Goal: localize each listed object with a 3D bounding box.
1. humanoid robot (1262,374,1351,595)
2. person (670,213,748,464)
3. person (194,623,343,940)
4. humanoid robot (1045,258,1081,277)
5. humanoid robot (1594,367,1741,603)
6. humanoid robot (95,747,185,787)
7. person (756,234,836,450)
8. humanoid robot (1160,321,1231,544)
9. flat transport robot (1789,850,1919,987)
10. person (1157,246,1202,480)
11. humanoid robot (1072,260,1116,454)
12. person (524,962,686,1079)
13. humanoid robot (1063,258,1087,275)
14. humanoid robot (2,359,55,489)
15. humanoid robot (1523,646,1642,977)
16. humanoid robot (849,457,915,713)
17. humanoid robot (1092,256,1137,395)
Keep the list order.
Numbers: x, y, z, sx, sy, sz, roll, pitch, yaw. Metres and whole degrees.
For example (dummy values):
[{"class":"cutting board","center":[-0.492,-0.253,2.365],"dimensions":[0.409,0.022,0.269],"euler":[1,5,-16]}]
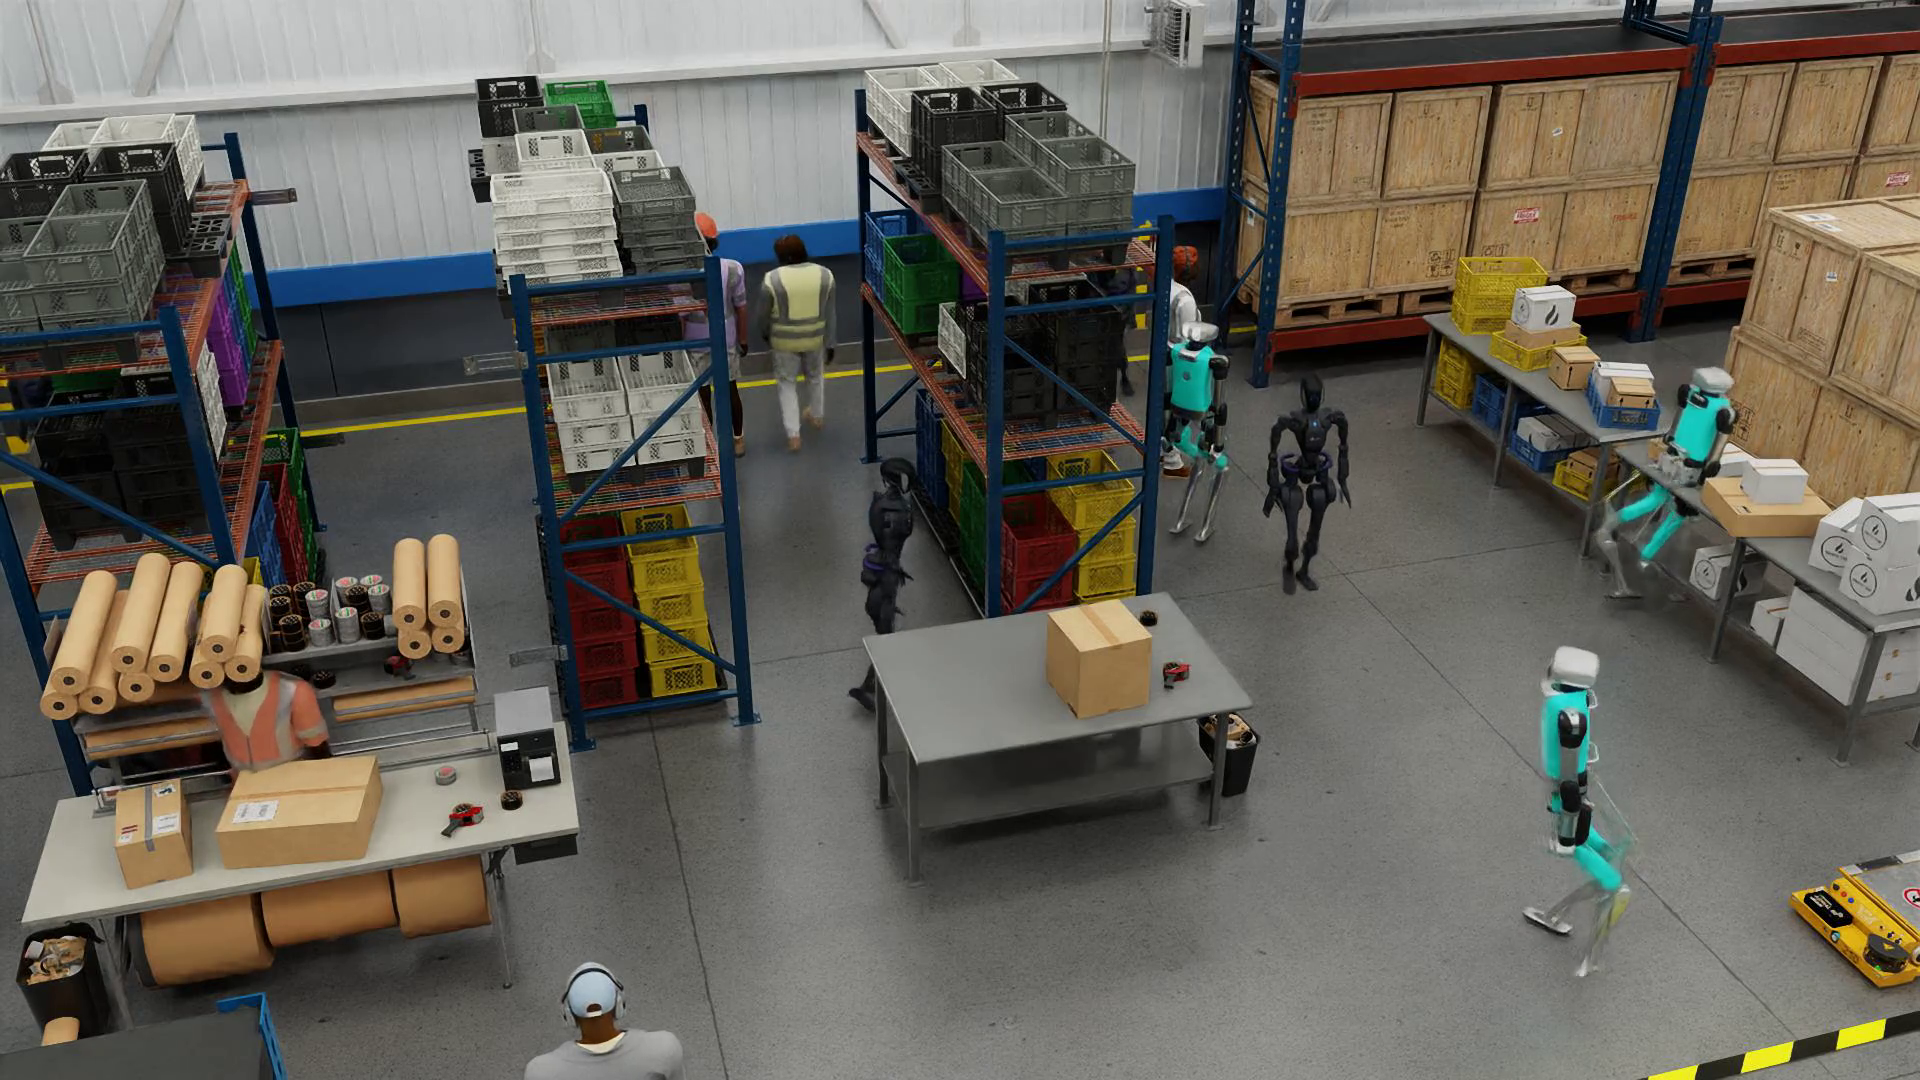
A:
[{"class":"humanoid robot","center":[2.388,-0.376,11.384],"dimensions":[0.607,1.650,0.372],"euler":[-3,29,-5]},{"class":"person","center":[-1.988,-1.595,13.226],"dimensions":[0.613,2.039,0.380],"euler":[-12,31,-21]},{"class":"person","center":[-3.380,1.212,8.226],"dimensions":[0.634,1.938,0.457],"euler":[0,29,0]},{"class":"humanoid robot","center":[0.767,-1.653,13.668],"dimensions":[0.602,1.763,0.942],"euler":[-5,29,-8]},{"class":"humanoid robot","center":[4.697,-0.307,11.183],"dimensions":[0.916,1.748,0.530],"euler":[-7,29,-12]},{"class":"humanoid robot","center":[-4.268,1.121,8.654],"dimensions":[0.331,1.653,0.585],"euler":[-4,29,-7]},{"class":"person","center":[-1.338,-1.647,13.572],"dimensions":[0.624,1.792,0.707],"euler":[-13,31,-22]},{"class":"humanoid robot","center":[1.768,-0.836,12.064],"dimensions":[0.530,1.714,0.699],"euler":[19,34,31]},{"class":"flat transport robot","center":[5.163,1.916,8.676],"dimensions":[1.431,0.231,0.659],"euler":[-8,30,-14]},{"class":"person","center":[1.694,-1.388,13.011],"dimensions":[0.356,1.883,0.572],"euler":[-8,30,-15]},{"class":"humanoid robot","center":[0.971,-1.449,13.357],"dimensions":[0.590,1.627,0.739],"euler":[-14,32,-24]},{"class":"person","center":[-1.292,2.322,6.296],"dimensions":[0.588,1.849,0.395],"euler":[-8,30,-15]},{"class":"humanoid robot","center":[0.804,-2.018,14.319],"dimensions":[0.551,1.793,0.768],"euler":[7,30,13]},{"class":"humanoid robot","center":[-6.841,-1.021,12.549],"dimensions":[0.588,1.635,0.389],"euler":[-25,37,-37]},{"class":"humanoid robot","center":[3.150,1.356,8.167],"dimensions":[0.785,1.775,0.578],"euler":[5,29,9]},{"class":"humanoid robot","center":[-0.482,0.251,10.247],"dimensions":[0.412,1.646,0.594],"euler":[2,29,3]},{"class":"humanoid robot","center":[1.286,-2.064,14.449],"dimensions":[0.616,1.637,0.386],"euler":[17,33,28]}]
